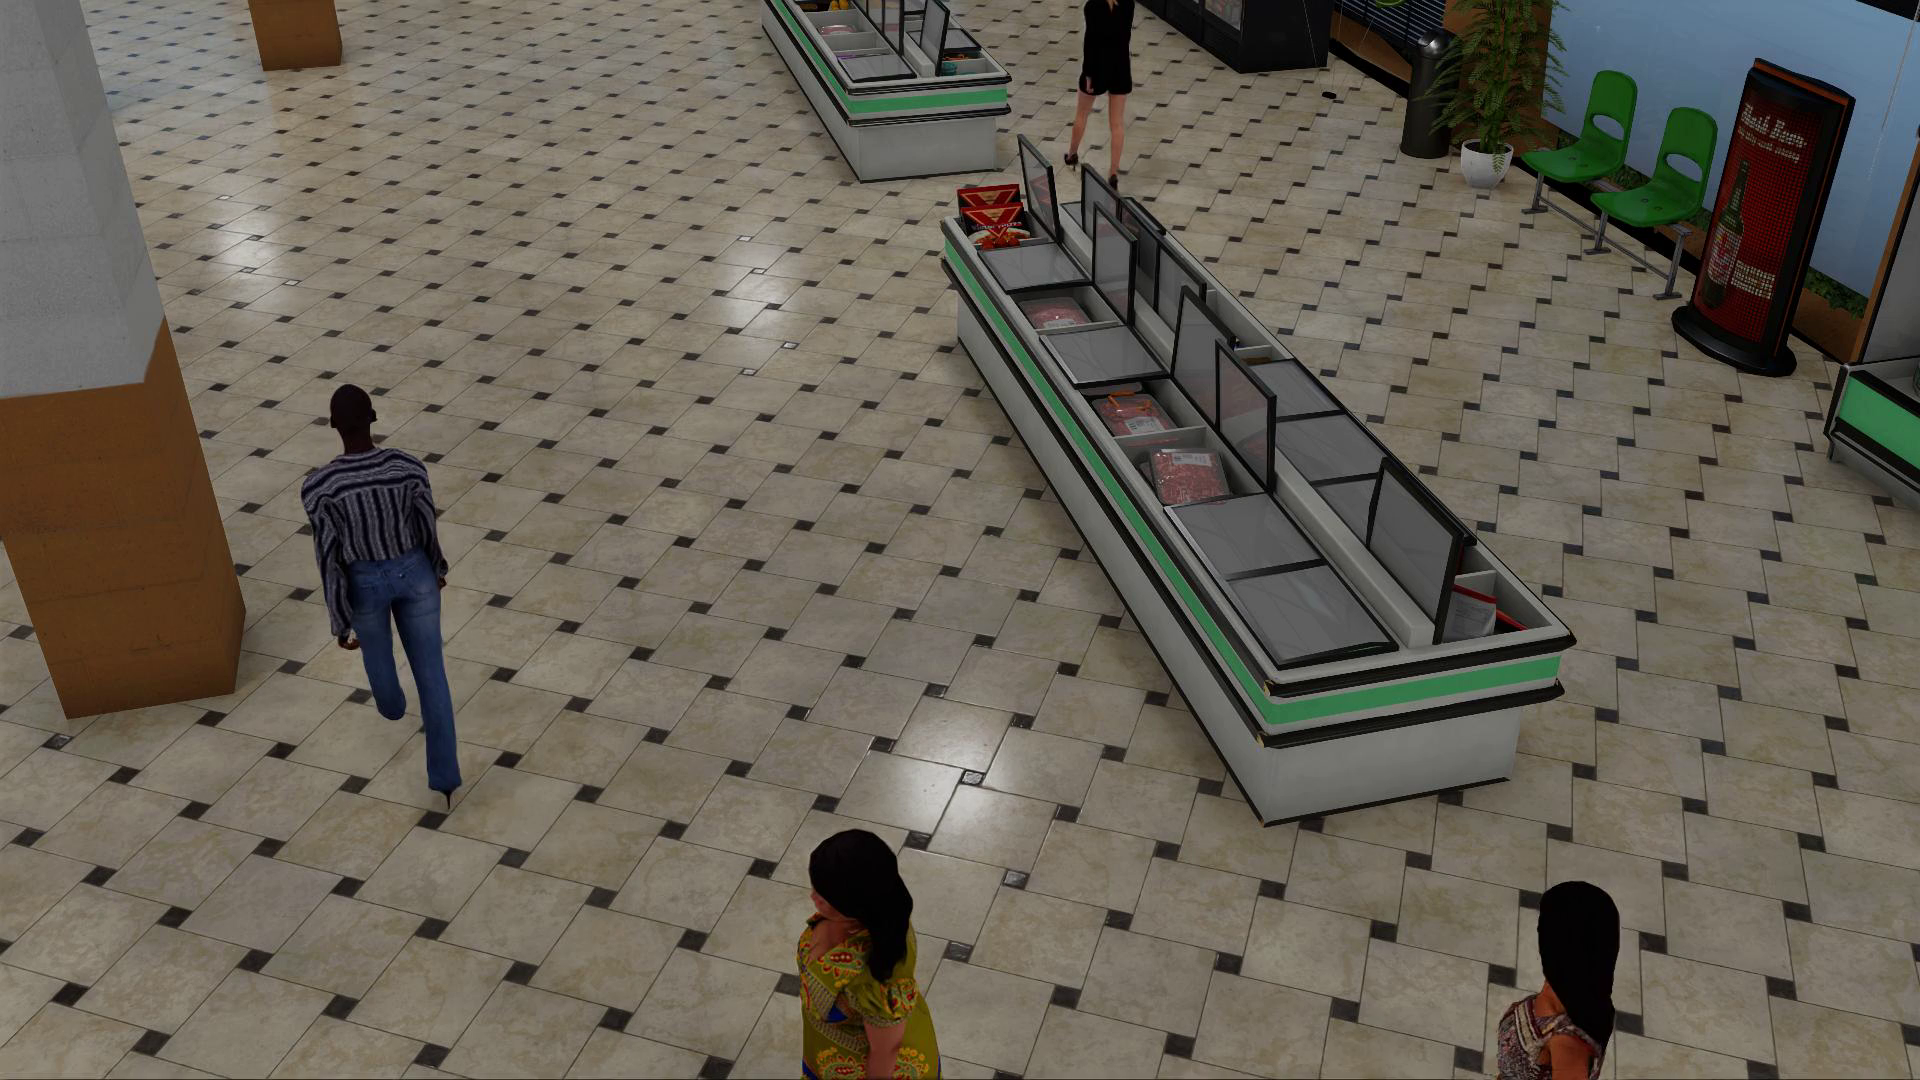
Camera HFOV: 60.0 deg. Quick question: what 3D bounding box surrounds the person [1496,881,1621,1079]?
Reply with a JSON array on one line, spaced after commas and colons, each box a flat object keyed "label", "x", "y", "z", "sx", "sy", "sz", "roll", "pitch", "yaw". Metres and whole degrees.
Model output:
[{"label": "person", "x": 1.537, "y": 1.648, "z": 4.389, "sx": 0.871, "sy": 1.619, "sz": 0.712, "roll": -1, "pitch": 32, "yaw": -2}]

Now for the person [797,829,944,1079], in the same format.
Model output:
[{"label": "person", "x": -0.255, "y": 1.444, "z": 4.678, "sx": 0.890, "sy": 1.659, "sz": 0.679, "roll": -8, "pitch": 33, "yaw": -12}]

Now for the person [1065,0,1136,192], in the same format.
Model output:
[{"label": "person", "x": 1.129, "y": -3.448, "z": 12.468, "sx": 0.568, "sy": 1.737, "sz": 0.968, "roll": -9, "pitch": 33, "yaw": -14}]

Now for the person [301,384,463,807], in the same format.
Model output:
[{"label": "person", "x": -2.180, "y": 0.282, "z": 6.462, "sx": 0.836, "sy": 1.748, "sz": 1.203, "roll": -16, "pitch": 35, "yaw": -24}]
